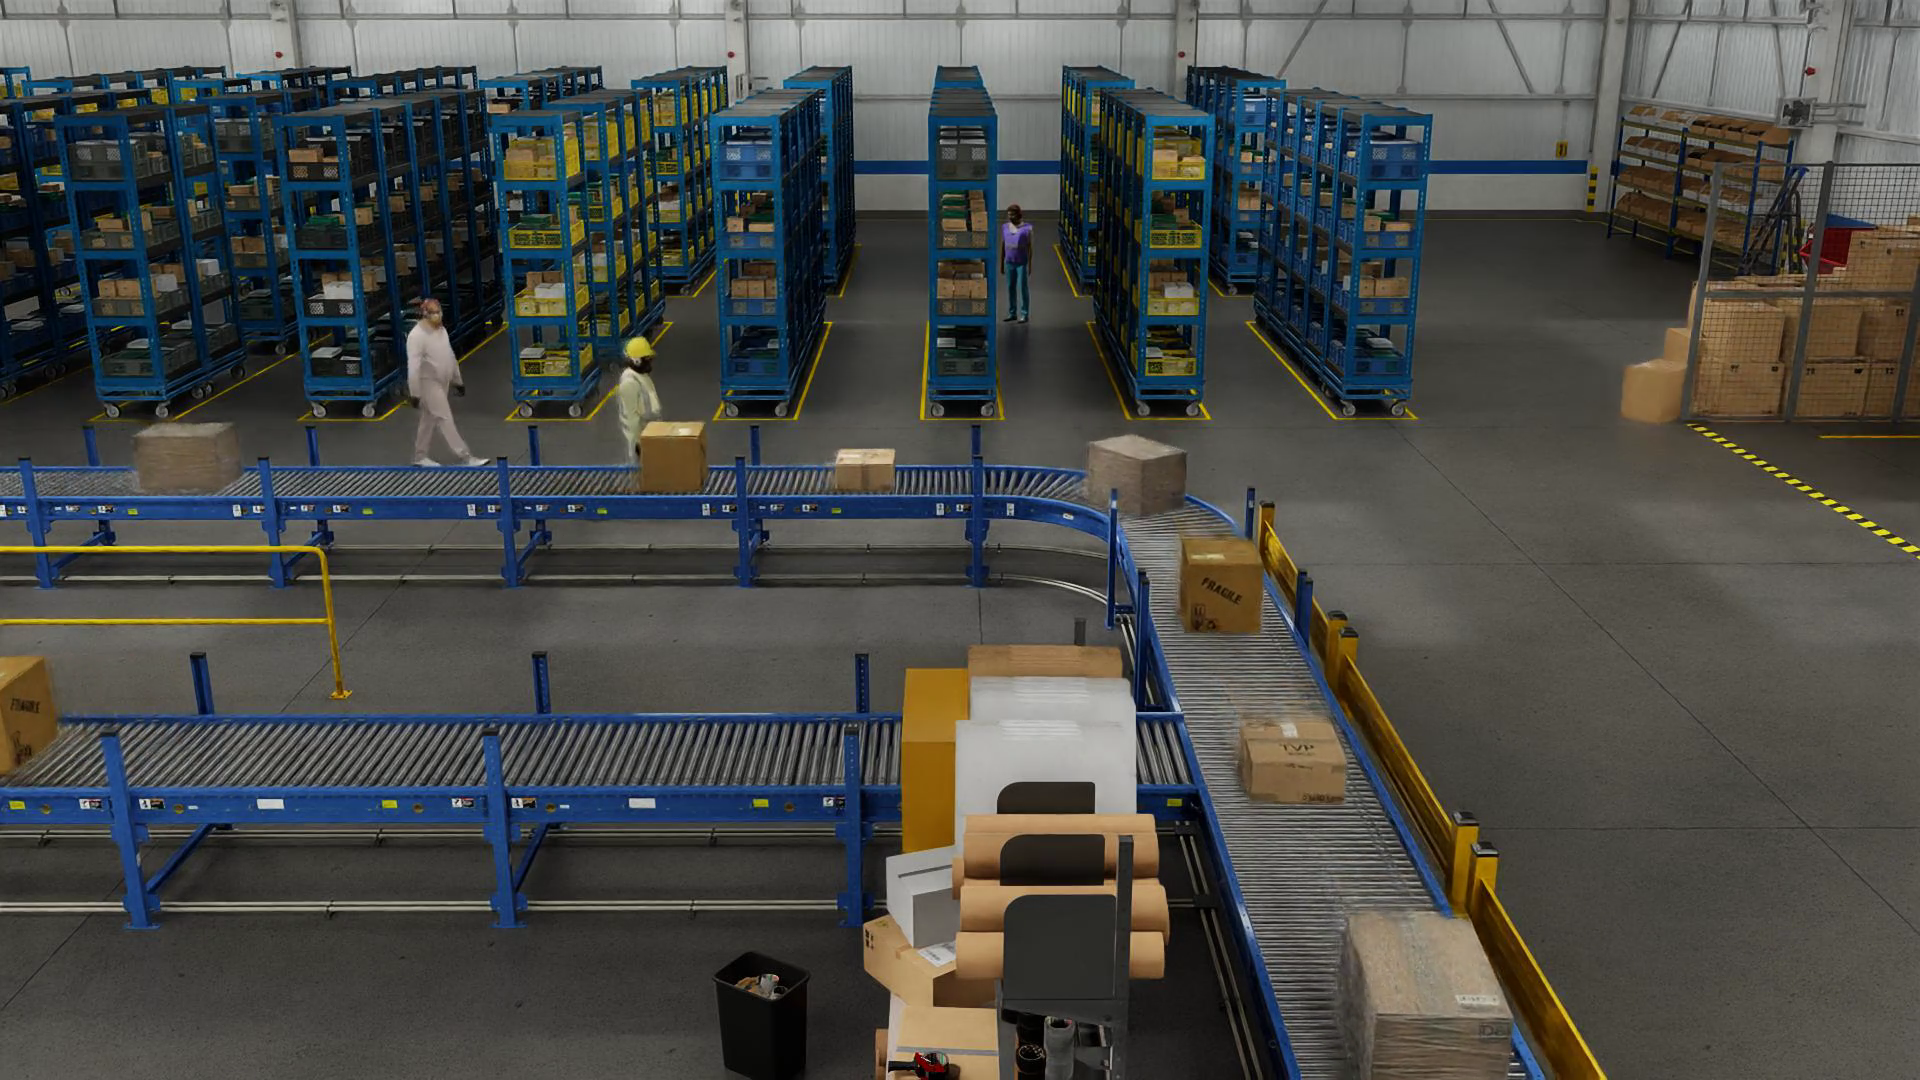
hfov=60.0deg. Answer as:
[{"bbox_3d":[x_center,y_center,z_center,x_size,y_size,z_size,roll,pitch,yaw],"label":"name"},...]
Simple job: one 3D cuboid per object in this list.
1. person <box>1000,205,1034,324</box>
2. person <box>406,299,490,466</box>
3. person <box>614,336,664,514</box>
[{"bbox_3d":[0.885,-4.315,25.973,0.572,1.831,0.411,11,21,30],"label":"person"},{"bbox_3d":[-5.480,-1.631,17.649,0.976,1.852,0.676,3,18,9],"label":"person"},{"bbox_3d":[-3.107,-1.055,15.951,0.754,1.810,0.599,1,18,4],"label":"person"}]
